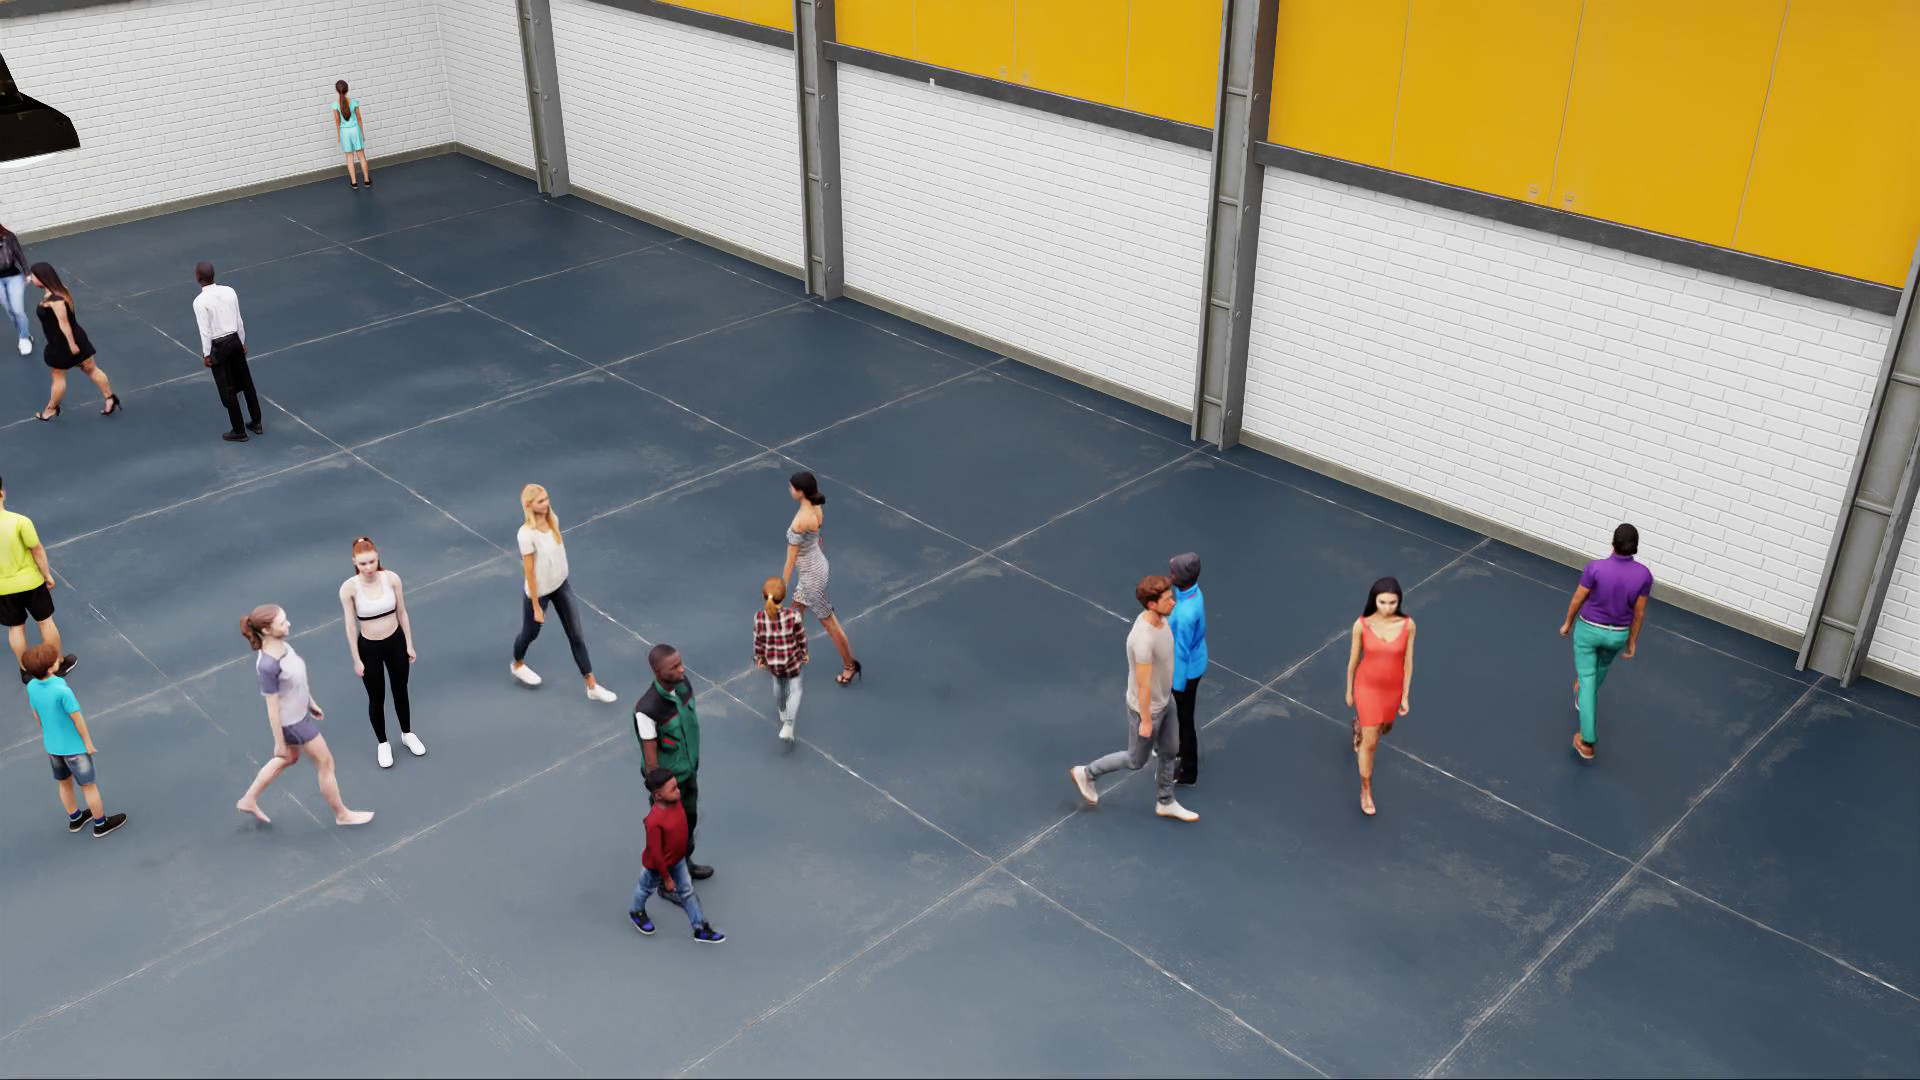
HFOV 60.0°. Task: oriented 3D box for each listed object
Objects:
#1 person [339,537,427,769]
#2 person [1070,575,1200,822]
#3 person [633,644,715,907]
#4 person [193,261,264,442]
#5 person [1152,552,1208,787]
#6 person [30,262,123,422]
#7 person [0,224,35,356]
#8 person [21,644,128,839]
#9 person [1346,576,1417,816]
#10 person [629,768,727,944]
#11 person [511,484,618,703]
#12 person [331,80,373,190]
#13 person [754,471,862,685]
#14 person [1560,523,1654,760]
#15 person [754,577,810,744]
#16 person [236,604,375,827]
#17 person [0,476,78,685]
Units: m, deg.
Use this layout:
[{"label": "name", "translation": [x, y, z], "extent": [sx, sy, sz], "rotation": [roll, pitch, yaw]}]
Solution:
[{"label": "person", "translation": [-4.070, 0.774, 11.703], "extent": [0.622, 1.740, 0.573], "rotation": [-19, 34, -30]}, {"label": "person", "translation": [1.179, 1.072, 11.017], "extent": [1.212, 1.874, 0.930], "rotation": [11, 31, 20]}, {"label": "person", "translation": [-1.806, 1.435, 10.390], "extent": [0.760, 1.838, 0.776], "rotation": [9, 30, 16]}, {"label": "person", "translation": [-7.263, -1.869, 16.448], "extent": [0.627, 1.836, 0.689], "rotation": [15, 32, 26]}, {"label": "person", "translation": [1.568, 0.890, 11.439], "extent": [0.750, 1.790, 0.715], "rotation": [5, 29, 9]}, {"label": "person", "translation": [-8.924, -1.995, 16.843], "extent": [0.987, 1.679, 1.055], "rotation": [-8, 30, -15]}, {"label": "person", "translation": [-10.649, -2.932, 18.620], "extent": [0.892, 1.622, 0.956], "rotation": [-3, 29, -5]}, {"label": "person", "translation": [-5.926, 1.320, 11.007], "extent": [0.546, 1.449, 0.653], "rotation": [10, 30, 17]}, {"label": "person", "translation": [2.845, 0.987, 11.368], "extent": [1.015, 1.687, 1.104], "rotation": [-1, 29, -1]}, {"label": "person", "translation": [-1.859, 1.924, 10.130], "extent": [0.948, 1.227, 0.661], "rotation": [15, 32, 26]}, {"label": "person", "translation": [-3.154, 0.401, 12.366], "extent": [1.262, 1.759, 0.864], "rotation": [14, 31, 23]}, {"label": "person", "translation": [-8.837, -5.892, 24.114], "extent": [0.628, 1.558, 0.650], "rotation": [-11, 30, -19]}, {"label": "person", "translation": [-1.001, 0.333, 12.468], "extent": [1.162, 1.781, 1.029], "rotation": [4, 29, 7]}, {"label": "person", "translation": [4.558, 0.735, 11.795], "extent": [1.191, 1.720, 1.176], "rotation": [4, 29, 7]}, {"label": "person", "translation": [-1.279, 0.870, 11.997], "extent": [0.856, 1.290, 0.859], "rotation": [5, 29, 9]}, {"label": "person", "translation": [-4.495, 1.193, 10.944], "extent": [0.975, 1.732, 1.098], "rotation": [-8, 30, -14]}, {"label": "person", "translation": [-7.159, 0.295, 12.616], "extent": [0.700, 1.707, 0.683], "rotation": [-8, 30, -15]}]
